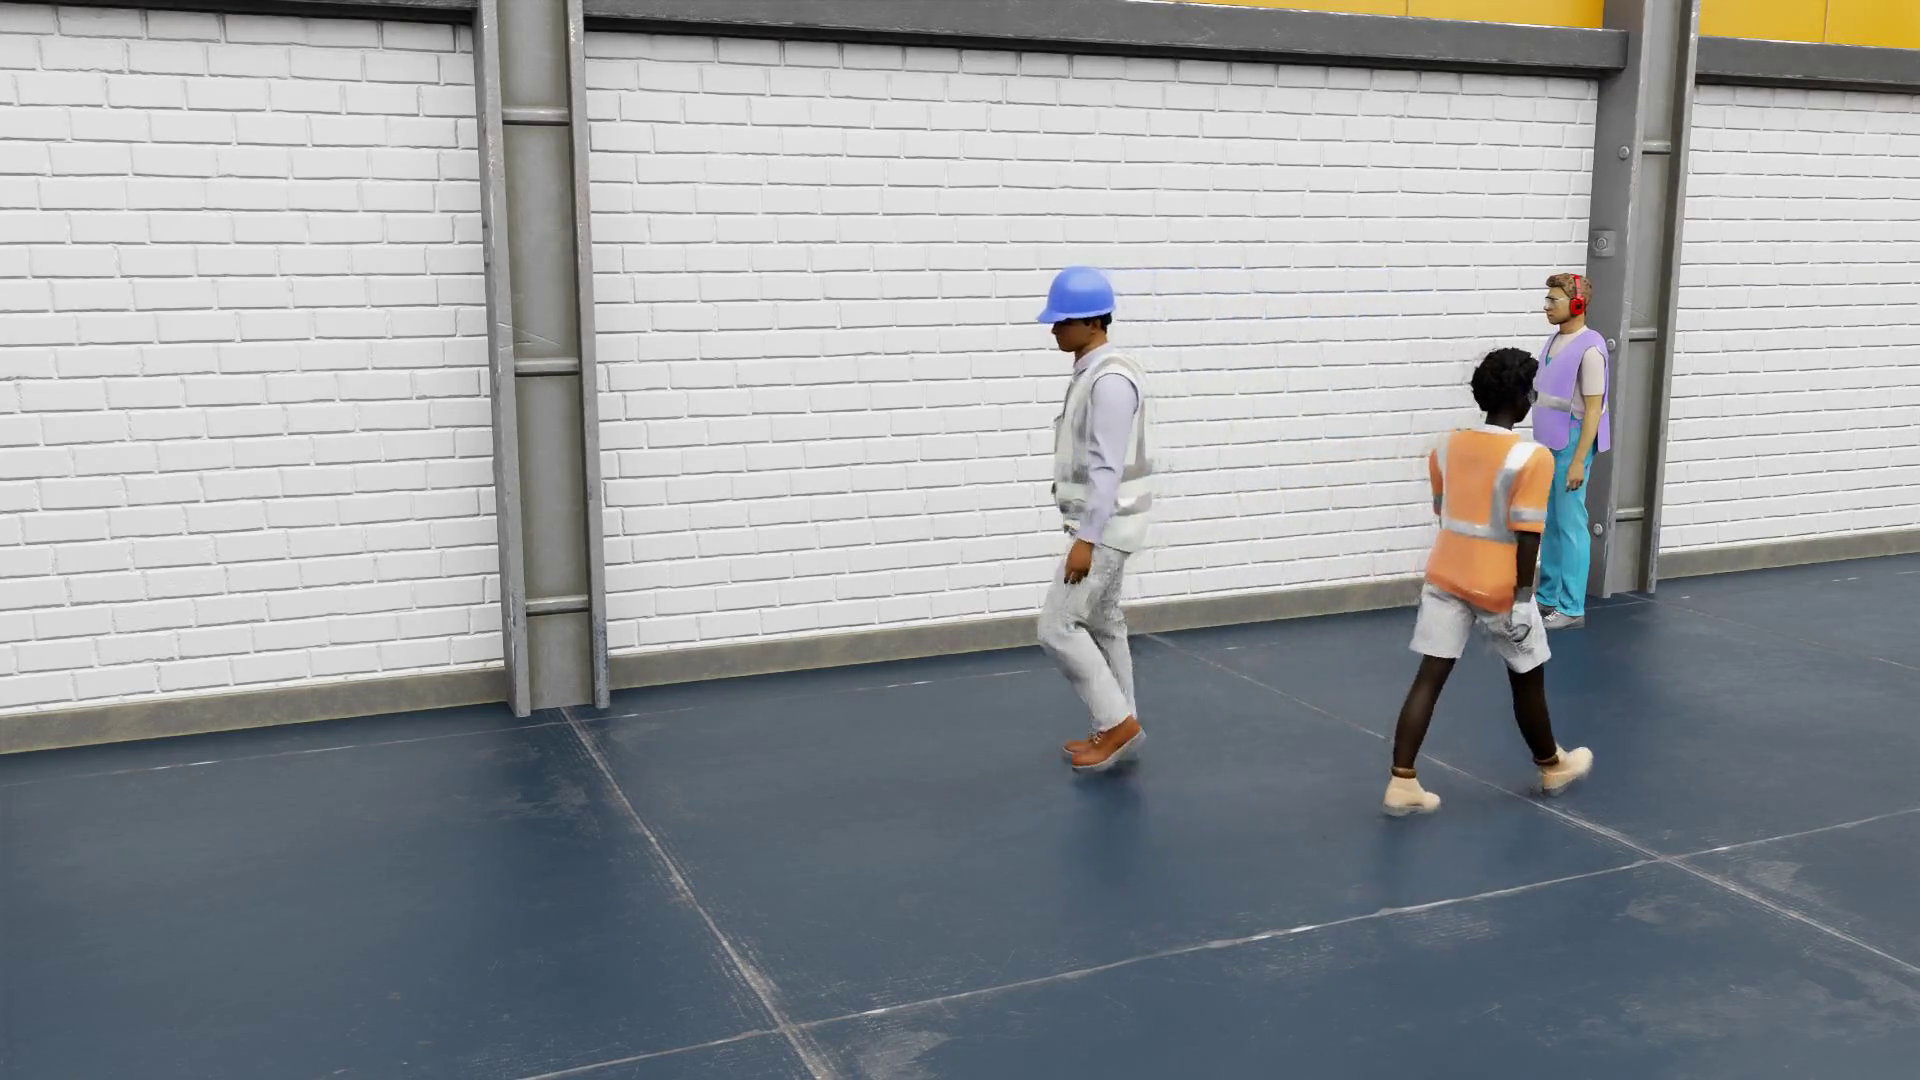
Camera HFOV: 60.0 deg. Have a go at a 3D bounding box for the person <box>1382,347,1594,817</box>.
[{"bbox_3d":[1.878,0.147,5.853,0.909,1.637,0.550,-6,12,-30],"label":"person"}]

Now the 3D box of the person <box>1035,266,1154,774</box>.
[{"bbox_3d":[0.500,-0.050,6.197,0.489,1.920,0.635,-1,10,-4],"label":"person"}]

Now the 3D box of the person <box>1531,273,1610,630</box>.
[{"bbox_3d":[3.150,-0.456,8.652,0.390,1.846,0.565,-1,10,-5],"label":"person"}]
